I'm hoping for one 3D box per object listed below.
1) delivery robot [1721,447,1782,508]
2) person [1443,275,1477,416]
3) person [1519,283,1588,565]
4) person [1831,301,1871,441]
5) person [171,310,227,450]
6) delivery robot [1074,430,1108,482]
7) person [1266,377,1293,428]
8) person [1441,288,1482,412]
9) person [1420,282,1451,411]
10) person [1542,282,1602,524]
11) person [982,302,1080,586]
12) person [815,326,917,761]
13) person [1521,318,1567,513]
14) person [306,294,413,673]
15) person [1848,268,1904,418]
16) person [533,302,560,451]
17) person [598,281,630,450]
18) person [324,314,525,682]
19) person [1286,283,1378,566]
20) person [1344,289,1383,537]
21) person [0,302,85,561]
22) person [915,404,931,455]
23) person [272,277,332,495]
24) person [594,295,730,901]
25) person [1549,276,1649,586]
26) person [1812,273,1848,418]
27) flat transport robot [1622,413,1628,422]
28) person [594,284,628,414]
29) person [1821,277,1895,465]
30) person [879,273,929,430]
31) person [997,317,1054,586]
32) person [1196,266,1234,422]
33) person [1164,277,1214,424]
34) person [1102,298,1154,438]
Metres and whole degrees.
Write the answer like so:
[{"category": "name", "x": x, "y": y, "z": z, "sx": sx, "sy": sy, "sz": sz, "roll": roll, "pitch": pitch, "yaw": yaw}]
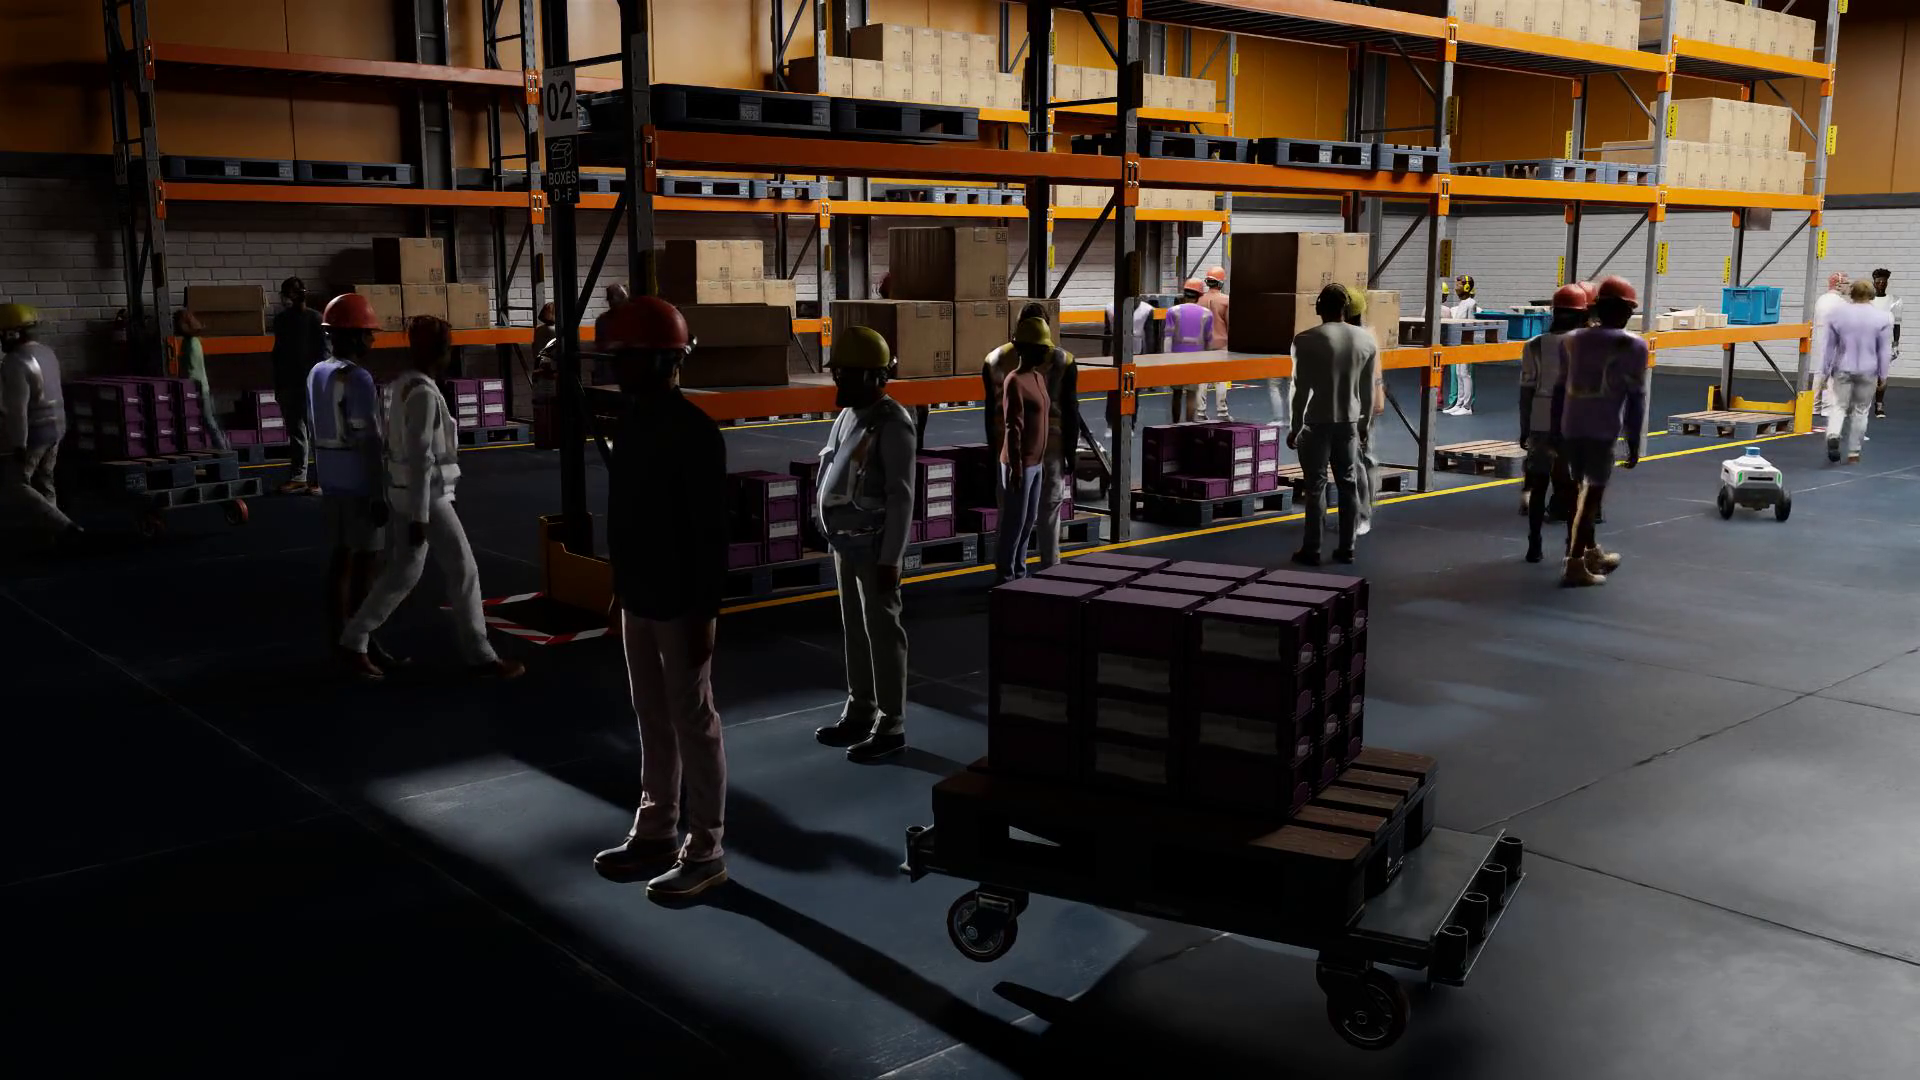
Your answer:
[{"category": "delivery robot", "x": 6.484, "y": -0.516, "z": 13.629, "sx": 0.477, "sy": 0.478, "sz": 0.707, "roll": 2, "pitch": 10, "yaw": 14}, {"category": "person", "x": 6.715, "y": -2.593, "z": 22.229, "sx": 0.328, "sy": 1.868, "sz": 0.519, "roll": 0, "pitch": 10, "yaw": 0}, {"category": "person", "x": 4.154, "y": -0.796, "z": 11.501, "sx": 0.551, "sy": 1.934, "sz": 0.373, "roll": 5, "pitch": 11, "yaw": 27}, {"category": "person", "x": 10.293, "y": -1.956, "z": 19.174, "sx": 0.311, "sy": 1.636, "sz": 0.521, "roll": -7, "pitch": 12, "yaw": -36}, {"category": "person", "x": -7.439, "y": -1.389, "z": 15.926, "sx": 0.825, "sy": 1.592, "sz": 0.510, "roll": -6, "pitch": 11, "yaw": -30}, {"category": "delivery robot", "x": 1.131, "y": -0.746, "z": 14.976, "sx": 0.477, "sy": 0.478, "sz": 0.707, "roll": 0, "pitch": 10, "yaw": -1}, {"category": "person", "x": 3.997, "y": -2.198, "z": 20.651, "sx": 0.514, "sy": 1.614, "sz": 0.359, "roll": -8, "pitch": 13, "yaw": -40}, {"category": "person", "x": 6.867, "y": -2.625, "z": 22.701, "sx": 0.525, "sy": 1.772, "sz": 0.309, "roll": 9, "pitch": 14, "yaw": 44}, {"category": "person", "x": 6.580, "y": -2.665, "z": 22.940, "sx": 0.316, "sy": 1.769, "sz": 0.523, "roll": -6, "pitch": 11, "yaw": -29}, {"category": "person", "x": 4.818, "y": -1.055, "z": 13.057, "sx": 0.701, "sy": 1.917, "sz": 0.592, "roll": -3, "pitch": 10, "yaw": -20}, {"category": "person", "x": 0.461, "y": -0.584, "z": 10.576, "sx": 0.619, "sy": 1.835, "sz": 0.430, "roll": 3, "pitch": 10, "yaw": 16}, {"category": "person", "x": -0.408, "y": 0.012, "z": 7.076, "sx": 0.404, "sy": 1.832, "sz": 0.596, "roll": -5, "pitch": 11, "yaw": -27}, {"category": "person", "x": 4.922, "y": -1.046, "z": 13.785, "sx": 0.539, "sy": 1.660, "sz": 0.851, "roll": 8, "pitch": 12, "yaw": 39}, {"category": "person", "x": -3.072, "y": -0.280, "z": 8.484, "sx": 0.552, "sy": 1.934, "sz": 0.364, "roll": 9, "pitch": 13, "yaw": 42}, {"category": "person", "x": 12.063, "y": -2.593, "z": 21.938, "sx": 0.607, "sy": 1.966, "sz": 0.366, "roll": 4, "pitch": 11, "yaw": 24}, {"category": "person", "x": -4.489, "y": -1.790, "z": 18.239, "sx": 0.496, "sy": 1.626, "sz": 0.284, "roll": 8, "pitch": 13, "yaw": 41}, {"category": "person", "x": -3.604, "y": -1.923, "z": 18.355, "sx": 0.926, "sy": 1.855, "sz": 0.705, "roll": -7, "pitch": 12, "yaw": -37}, {"category": "person", "x": -2.712, "y": -0.193, "z": 8.244, "sx": 0.903, "sy": 1.850, "sz": 0.589, "roll": -5, "pitch": 11, "yaw": -28}, {"category": "person", "x": 2.546, "y": -0.789, "z": 11.455, "sx": 0.636, "sy": 1.938, "sz": 0.358, "roll": -2, "pitch": 10, "yaw": -14}, {"category": "person", "x": 3.054, "y": -0.988, "z": 12.818, "sx": 0.396, "sy": 1.879, "sz": 0.707, "roll": 4, "pitch": 10, "yaw": 22}, {"category": "person", "x": -6.401, "y": -0.732, "z": 11.498, "sx": 0.461, "sy": 1.812, "sz": 0.623, "roll": 0, "pitch": 10, "yaw": -3}, {"category": "person", "x": -0.373, "y": -1.489, "z": 16.258, "sx": 0.320, "sy": 1.698, "sz": 0.531, "roll": -2, "pitch": 10, "yaw": -10}, {"category": "person", "x": -5.870, "y": -1.365, "z": 14.831, "sx": 0.627, "sy": 1.940, "sz": 0.373, "roll": 4, "pitch": 10, "yaw": 22}, {"category": "person", "x": -0.999, "y": 0.192, "z": 5.544, "sx": 0.383, "sy": 1.996, "sz": 0.609, "roll": -8, "pitch": 12, "yaw": -39}, {"category": "person", "x": 4.195, "y": -0.705, "z": 10.858, "sx": 0.842, "sy": 1.994, "sz": 0.640, "roll": -6, "pitch": 12, "yaw": -33}, {"category": "person", "x": 11.542, "y": -2.571, "z": 21.984, "sx": 0.409, "sy": 1.906, "sz": 0.652, "roll": 0, "pitch": 10, "yaw": 3}, {"category": "flat transport robot", "x": 7.869, "y": -1.539, "z": 20.726, "sx": 0.652, "sy": 0.197, "sz": 1.431, "roll": 6, "pitch": 12, "yaw": 33}, {"category": "person", "x": -3.361, "y": -1.673, "z": 16.929, "sx": 0.693, "sy": 1.858, "sz": 1.005, "roll": 3, "pitch": 10, "yaw": 19}, {"category": "person", "x": 9.026, "y": -1.689, "z": 16.787, "sx": 0.633, "sy": 1.921, "sz": 0.690, "roll": 7, "pitch": 12, "yaw": 35}, {"category": "person", "x": -0.571, "y": -1.203, "z": 13.658, "sx": 0.854, "sy": 2.024, "sz": 0.616, "roll": -8, "pitch": 13, "yaw": -40}, {"category": "person", "x": 0.412, "y": -0.451, "z": 9.992, "sx": 0.323, "sy": 1.765, "sz": 0.532, "roll": 3, "pitch": 10, "yaw": 20}, {"category": "person", "x": 3.238, "y": -2.484, "z": 21.213, "sx": 0.609, "sy": 1.995, "sz": 0.378, "roll": 6, "pitch": 11, "yaw": 32}, {"category": "person", "x": 2.569, "y": -2.013, "z": 18.774, "sx": 0.572, "sy": 1.877, "sz": 0.929, "roll": 1, "pitch": 10, "yaw": 4}, {"category": "person", "x": 1.950, "y": -2.121, "z": 19.440, "sx": 0.632, "sy": 1.879, "sz": 0.469, "roll": 4, "pitch": 10, "yaw": 20}]
